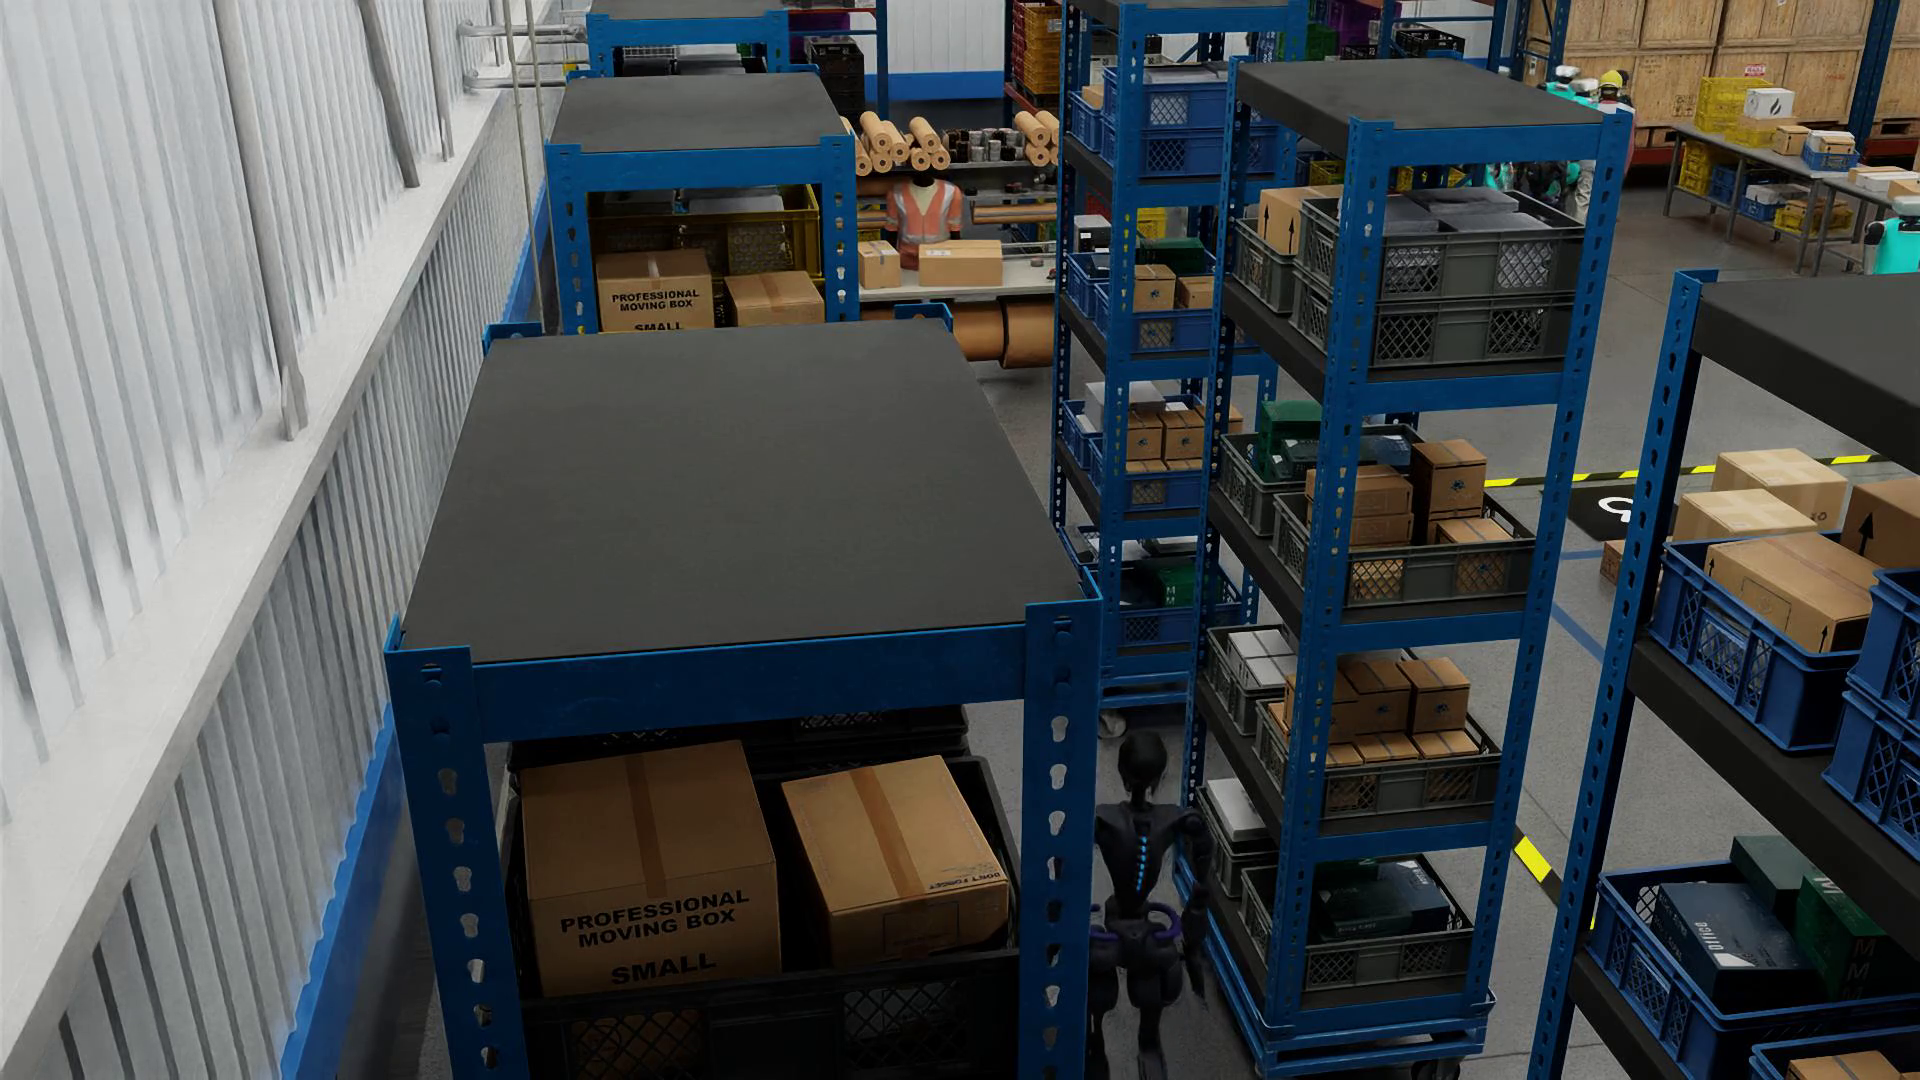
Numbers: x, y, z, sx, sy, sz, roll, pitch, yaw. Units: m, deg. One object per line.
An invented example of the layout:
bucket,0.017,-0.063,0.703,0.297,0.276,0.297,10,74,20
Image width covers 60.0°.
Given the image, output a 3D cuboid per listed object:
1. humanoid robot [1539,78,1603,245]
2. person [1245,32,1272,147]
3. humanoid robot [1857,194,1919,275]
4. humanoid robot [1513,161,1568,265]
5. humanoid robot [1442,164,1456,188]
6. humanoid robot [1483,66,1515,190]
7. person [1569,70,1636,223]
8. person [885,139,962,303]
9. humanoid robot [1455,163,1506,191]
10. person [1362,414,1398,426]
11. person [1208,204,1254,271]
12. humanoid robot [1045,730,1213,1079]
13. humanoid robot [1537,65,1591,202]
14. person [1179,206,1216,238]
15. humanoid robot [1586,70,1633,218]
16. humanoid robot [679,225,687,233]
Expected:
humanoid robot,5.958,-3.753,16.625,0.552,1.749,0.675,-17,30,-32
person,3.383,-5.013,19.261,0.343,1.883,0.585,16,29,31
humanoid robot,6.648,-1.543,11.735,0.533,1.677,0.735,1,25,2
humanoid robot,5.221,-2.917,14.983,0.593,1.626,0.601,-15,29,-30
humanoid robot,5.318,-4.024,17.366,0.614,1.638,0.512,-8,26,-16
humanoid robot,5.474,-3.866,16.998,0.531,1.816,0.788,-2,25,-5
person,6.362,-3.732,16.552,0.588,1.822,0.403,9,26,18
person,-0.282,-2.164,12.983,0.602,1.957,0.365,0,25,0
humanoid robot,5.258,-3.591,16.438,0.567,1.844,0.847,-9,26,-18
person,1.950,0.184,8.003,0.588,1.852,0.368,-3,25,-6
person,2.544,-3.332,15.421,0.377,2.041,0.615,-9,26,-19
humanoid robot,0.543,1.419,5.537,0.612,1.642,0.509,-3,25,-6
humanoid robot,6.249,-4.072,17.320,0.550,1.751,0.675,17,30,32
person,2.262,-3.383,15.770,0.431,1.844,0.623,-21,32,-38
humanoid robot,6.786,-4.128,17.596,0.608,1.649,0.460,-14,28,-28
humanoid robot,-2.026,-1.222,11.213,0.564,1.779,0.855,6,25,13
